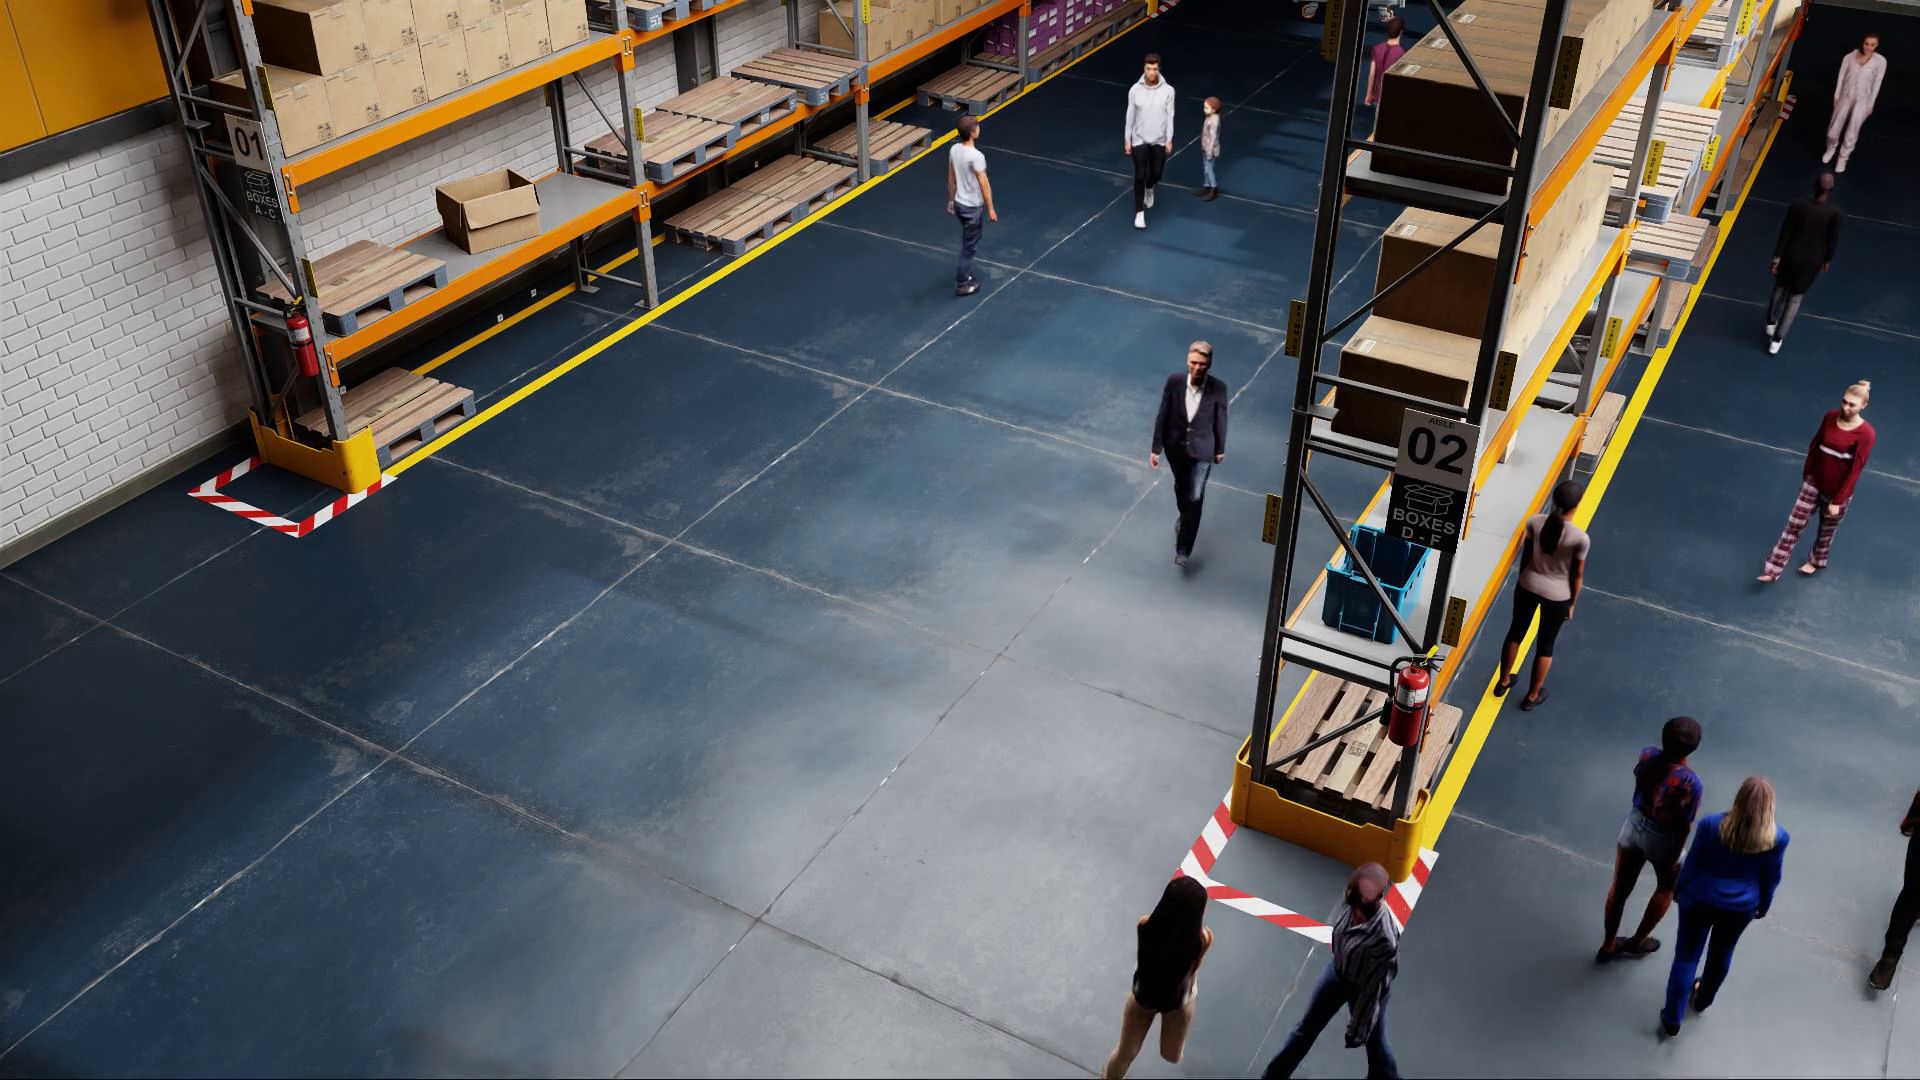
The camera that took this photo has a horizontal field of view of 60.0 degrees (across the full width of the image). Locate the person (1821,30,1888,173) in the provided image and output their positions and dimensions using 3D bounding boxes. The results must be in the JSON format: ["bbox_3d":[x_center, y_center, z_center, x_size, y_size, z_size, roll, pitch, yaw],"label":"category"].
[{"bbox_3d":[10.607,-5.216,19.697,0.624,1.675,0.635,18,38,25],"label":"person"}]

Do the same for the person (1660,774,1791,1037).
[{"bbox_3d":[4.061,1.949,8.876,0.736,1.721,0.811,8,35,12],"label":"person"}]

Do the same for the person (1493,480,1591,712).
[{"bbox_3d":[3.933,0.366,11.236,0.621,1.745,0.576,24,41,32],"label":"person"}]

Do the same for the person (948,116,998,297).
[{"bbox_3d":[0.025,-3.312,16.670,0.789,1.854,0.755,-19,38,-27],"label":"person"}]

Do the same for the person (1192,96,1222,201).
[{"bbox_3d":[2.890,-4.495,19.051,0.639,1.190,0.560,-1,34,-1],"label":"person"}]

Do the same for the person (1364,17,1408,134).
[{"bbox_3d":[4.941,-5.125,19.443,1.244,1.805,0.974,-24,40,-31],"label":"person"}]

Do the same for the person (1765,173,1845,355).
[{"bbox_3d":[7.897,-2.574,15.666,0.654,1.737,0.889,18,37,24],"label":"person"}]

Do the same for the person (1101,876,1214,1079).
[{"bbox_3d":[1.037,2.238,8.523,0.807,1.630,0.889,10,35,14],"label":"person"}]

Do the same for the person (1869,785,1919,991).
[{"bbox_3d":[5.601,1.607,9.320,0.731,1.799,1.283,22,40,30],"label":"person"}]

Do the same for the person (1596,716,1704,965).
[{"bbox_3d":[3.765,1.706,9.234,0.751,1.729,0.710,-20,38,-27],"label":"person"}]

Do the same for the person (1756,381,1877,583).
[{"bbox_3d":[6.573,-0.416,12.482,1.088,1.666,0.899,-20,39,-28],"label":"person"}]

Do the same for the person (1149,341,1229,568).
[{"bbox_3d":[1.796,-0.758,12.904,0.774,1.769,1.180,13,36,18],"label":"person"}]

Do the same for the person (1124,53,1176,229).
[{"bbox_3d":[2.073,-4.439,18.311,0.955,1.914,1.082,0,34,0],"label":"person"}]

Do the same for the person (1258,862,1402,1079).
[{"bbox_3d":[2.086,2.263,8.375,1.199,1.753,1.115,-9,35,-13],"label":"person"}]
